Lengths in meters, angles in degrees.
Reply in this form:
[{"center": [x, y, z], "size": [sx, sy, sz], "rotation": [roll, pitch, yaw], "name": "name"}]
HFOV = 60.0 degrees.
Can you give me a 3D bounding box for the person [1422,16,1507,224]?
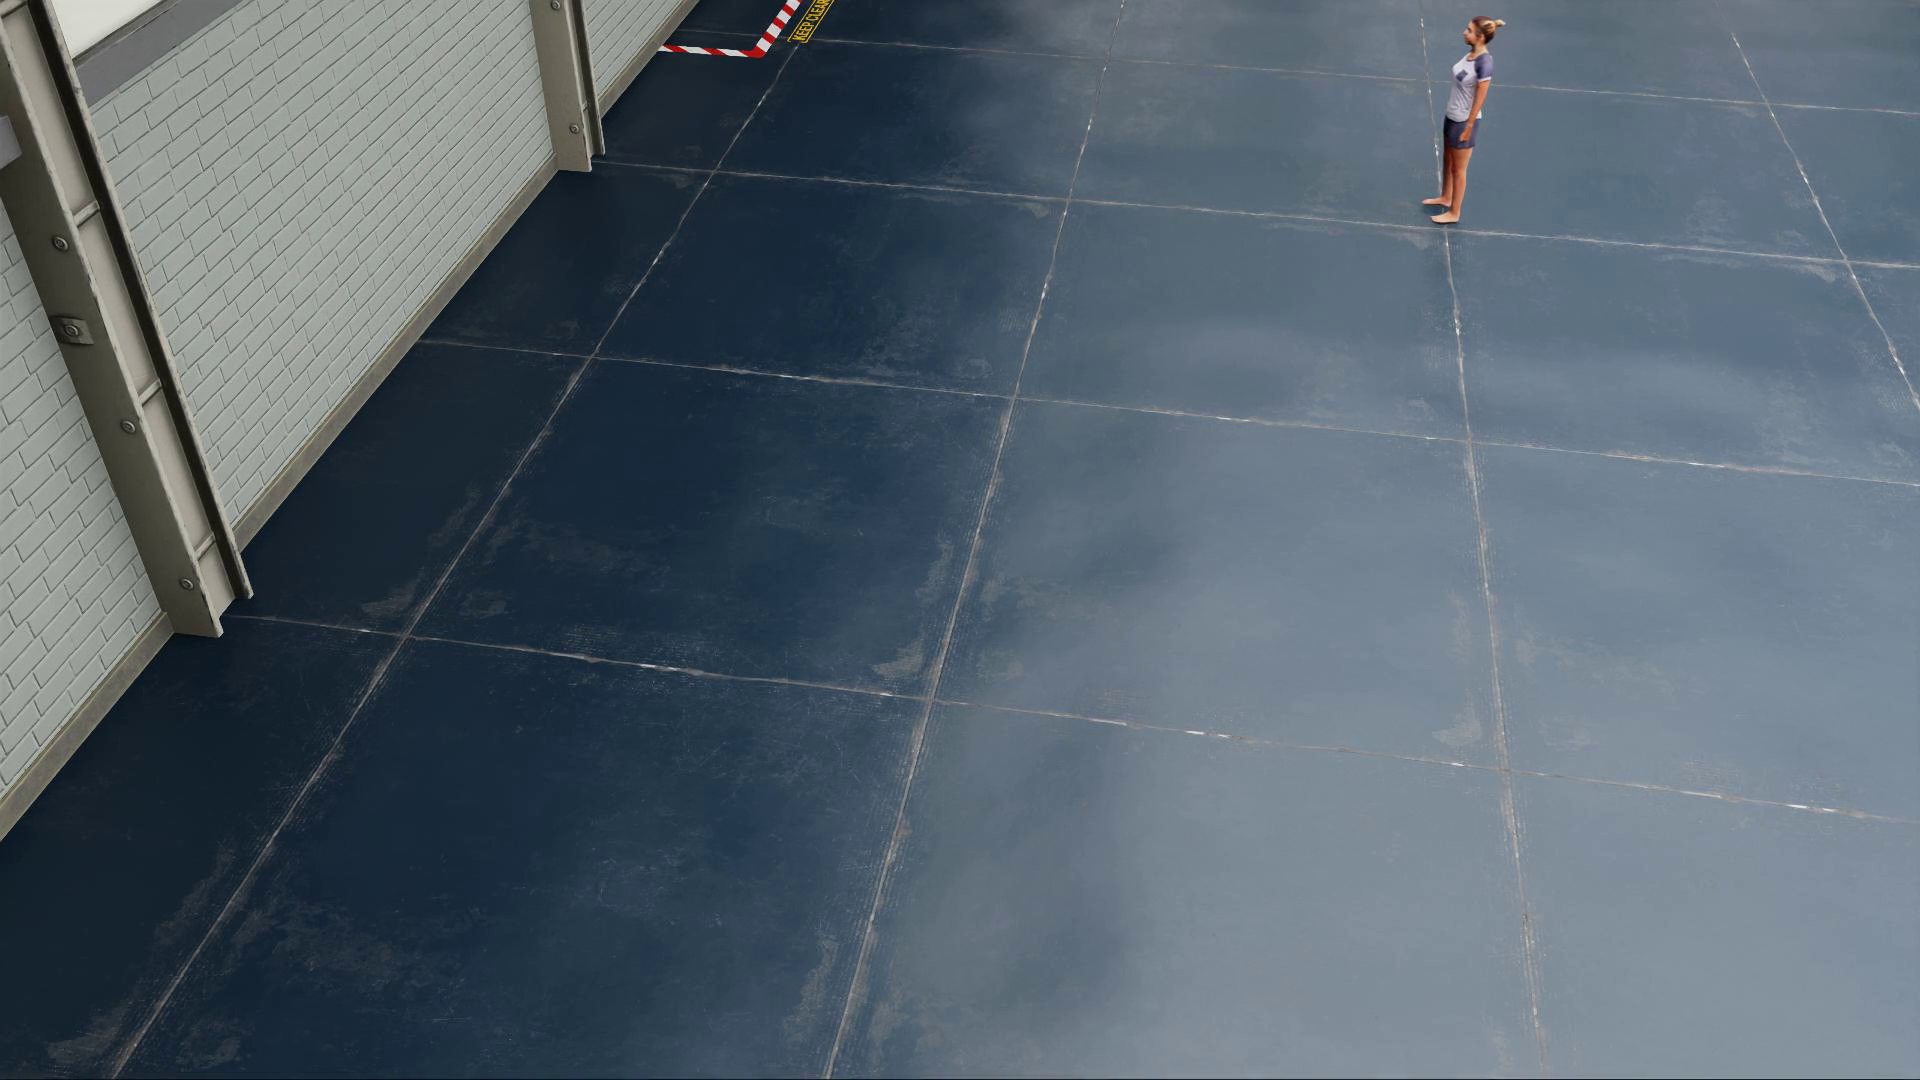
[{"center": [3.893, -3.256, 12.854], "size": [0.678, 1.625, 0.532], "rotation": [0, 38, 0], "name": "person"}]
